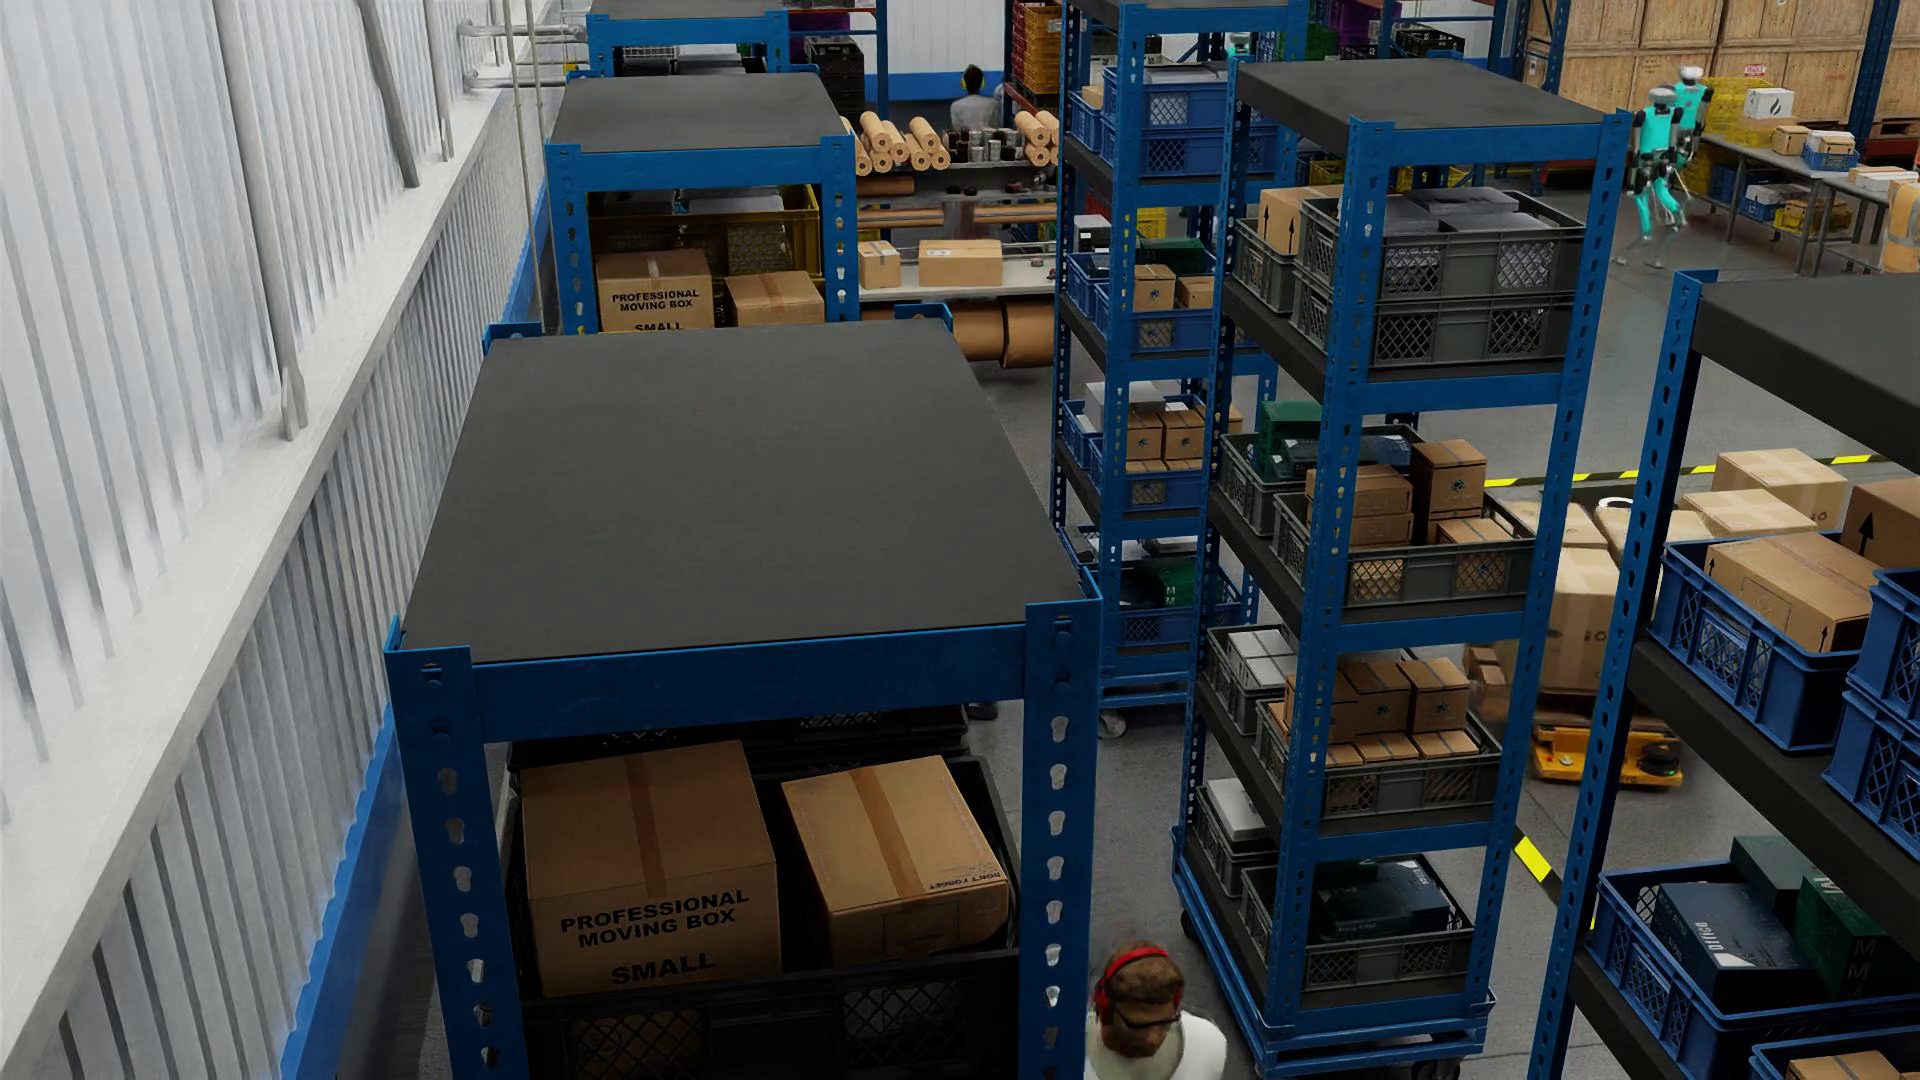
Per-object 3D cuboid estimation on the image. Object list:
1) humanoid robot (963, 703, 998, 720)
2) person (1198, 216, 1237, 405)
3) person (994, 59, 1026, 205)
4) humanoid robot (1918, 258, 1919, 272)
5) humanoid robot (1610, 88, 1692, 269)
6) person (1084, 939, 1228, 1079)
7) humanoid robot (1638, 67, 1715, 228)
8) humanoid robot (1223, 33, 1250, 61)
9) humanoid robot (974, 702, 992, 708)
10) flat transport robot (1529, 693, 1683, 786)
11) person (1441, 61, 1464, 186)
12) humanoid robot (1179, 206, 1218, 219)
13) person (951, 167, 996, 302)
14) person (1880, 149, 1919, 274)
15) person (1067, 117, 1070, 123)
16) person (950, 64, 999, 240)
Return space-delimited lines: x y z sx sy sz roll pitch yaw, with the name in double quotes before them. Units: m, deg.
"humanoid robot" 0.039 0.093 8.398 0.315 1.653 0.599 -7 26 -14
"person" 1.683 -1.255 11.139 0.404 1.847 0.587 -3 25 -7
"person" 0.594 -4.372 18.035 0.491 1.742 0.315 2 25 5
"humanoid robot" 6.635 -1.188 11.127 0.545 1.732 1.034 1 25 2
"humanoid robot" 6.681 -3.383 15.895 0.546 1.769 0.922 -7 26 -15
"person" 0.412 1.821 4.508 0.589 1.798 0.957 -3 25 -6
"humanoid robot" 7.454 -4.135 17.530 0.538 1.723 1.013 0 25 -1
"humanoid robot" 3.300 -4.886 19.181 0.558 1.789 0.815 -11 27 -23
"humanoid robot" 0.073 0.069 8.468 0.615 1.645 0.419 2 25 4
"flat transport robot" 3.193 0.787 8.554 0.652 0.197 1.431 3 25 6
"person" 5.145 -4.230 17.607 0.345 1.846 0.505 -14 28 -28
"humanoid robot" 2.613 -4.266 17.892 0.595 1.641 0.392 15 29 29
"person" 0.129 -2.339 13.672 0.849 1.730 0.535 -1 25 -3
"person" 7.357 -2.123 12.911 0.339 1.942 0.550 -1 25 -3
"person" 1.273 -4.314 17.803 0.415 1.842 0.563 -17 30 -32
"person" 0.160 -3.801 16.657 0.527 1.857 0.562 -1 25 -3
